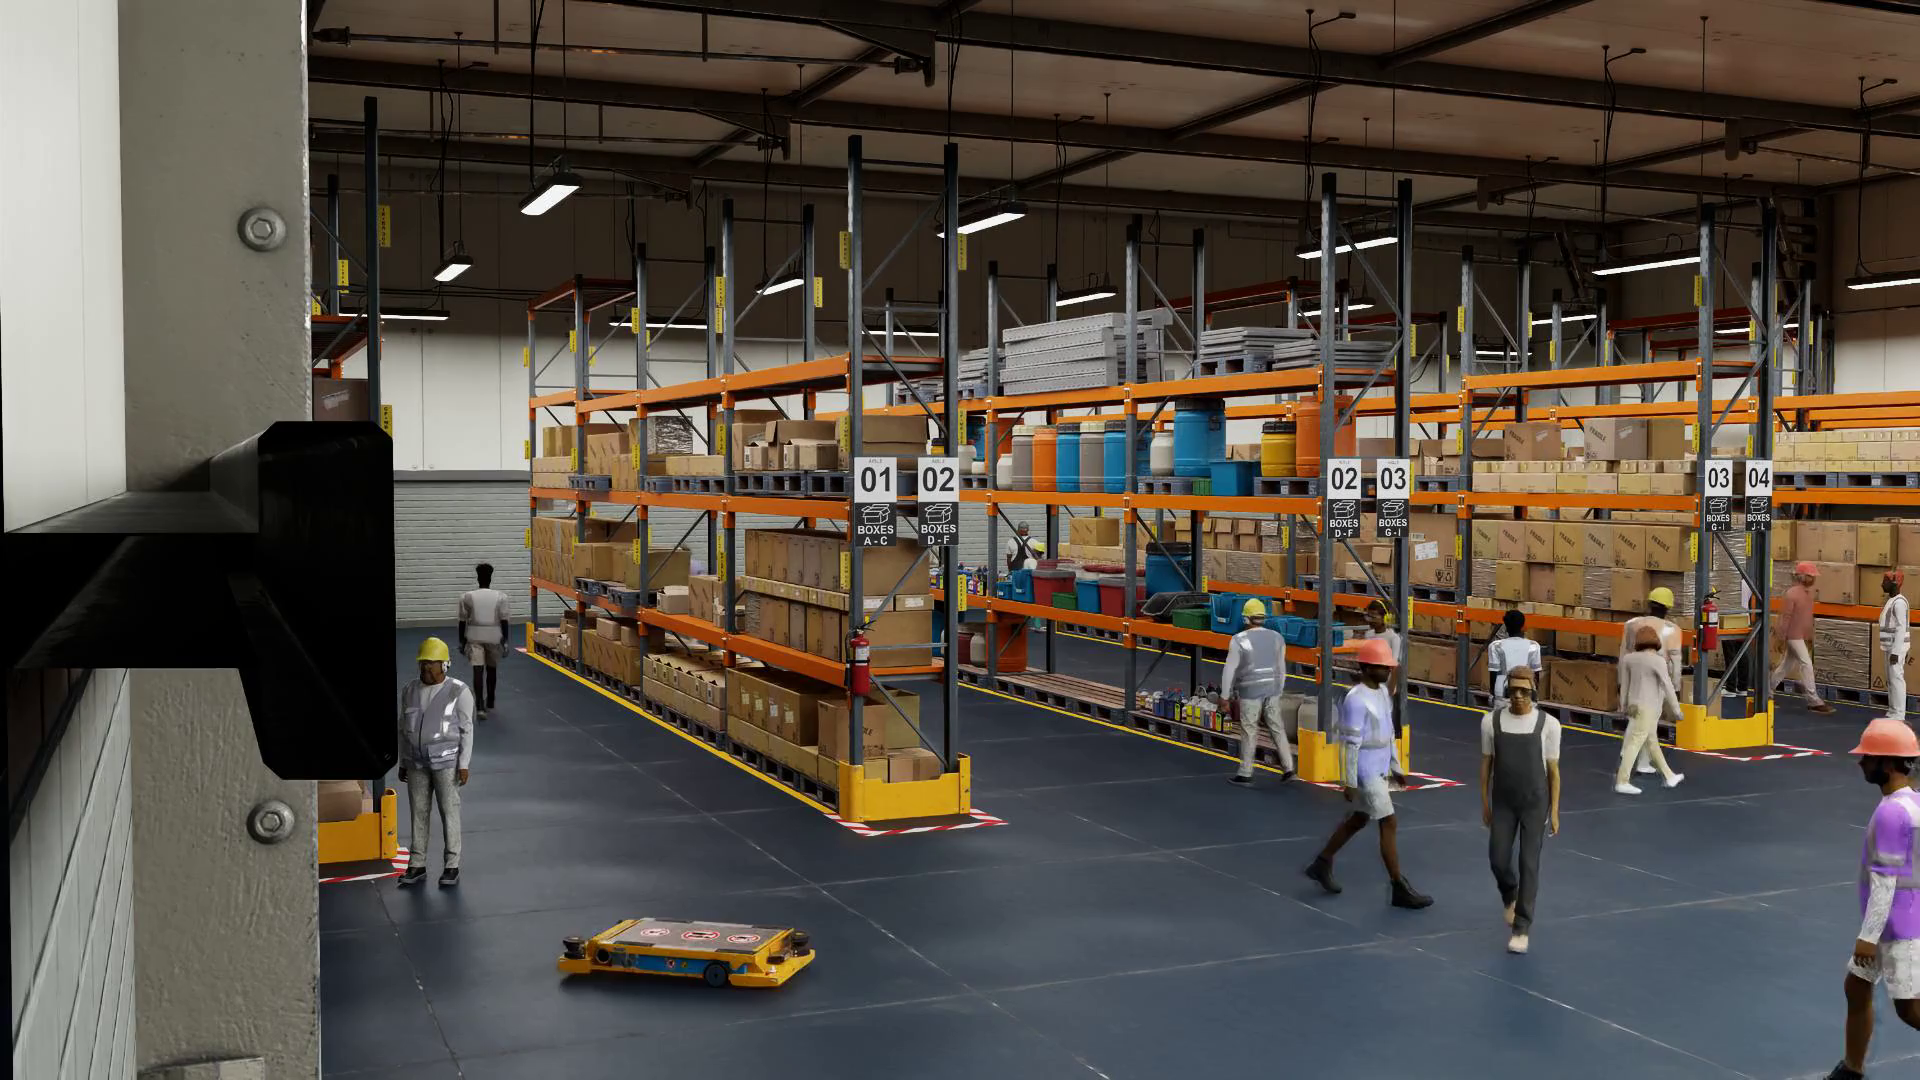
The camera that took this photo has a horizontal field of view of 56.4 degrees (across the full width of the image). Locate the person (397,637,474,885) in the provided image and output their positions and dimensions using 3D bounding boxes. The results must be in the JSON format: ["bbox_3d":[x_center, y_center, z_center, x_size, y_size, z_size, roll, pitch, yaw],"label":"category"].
[{"bbox_3d":[-3.931,1.641,13.354,0.586,1.837,0.403,0,2,10],"label":"person"}]

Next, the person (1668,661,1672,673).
[{"bbox_3d":[9.056,1.389,23.233,0.518,1.583,0.872,-1,2,-15],"label":"person"}]

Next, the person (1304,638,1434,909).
[{"bbox_3d":[2.898,1.635,12.839,0.964,1.902,0.559,1,3,31],"label":"person"}]

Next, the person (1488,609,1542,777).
[{"bbox_3d":[5.517,1.538,17.838,0.534,1.698,0.318,0,2,2],"label":"person"}]

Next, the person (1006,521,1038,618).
[{"bbox_3d":[1.331,0.633,37.587,0.689,2.000,0.539,0,2,10],"label":"person"}]

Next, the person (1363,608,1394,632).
[{"bbox_3d":[7.009,1.017,29.888,0.590,1.824,1.009,-2,3,-35],"label":"person"}]

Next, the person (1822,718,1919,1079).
[{"bbox_3d":[4.494,1.796,8.456,0.914,1.907,0.545,1,3,32],"label":"person"}]

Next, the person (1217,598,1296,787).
[{"bbox_3d":[2.868,1.490,17.426,0.739,1.835,0.480,-1,2,-19],"label":"person"}]

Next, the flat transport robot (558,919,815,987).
[{"bbox_3d":[-1.673,2.523,11.026,1.431,0.197,0.652,1,2,15],"label":"flat transport robot"}]

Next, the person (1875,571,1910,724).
[{"bbox_3d":[11.176,1.308,21.459,0.350,1.882,0.581,1,2,19],"label":"person"}]

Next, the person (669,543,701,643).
[{"bbox_3d":[-4.577,0.997,29.417,0.654,1.886,1.020,-1,3,-32],"label":"person"}]

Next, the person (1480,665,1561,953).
[{"bbox_3d":[3.638,1.713,11.610,0.514,1.830,0.555,1,2,26],"label":"person"}]

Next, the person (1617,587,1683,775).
[{"bbox_3d":[7.020,1.426,18.200,0.542,1.890,0.615,-2,3,-42],"label":"person"}]

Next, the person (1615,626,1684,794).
[{"bbox_3d":[6.596,1.615,17.126,0.847,1.574,0.533,-1,2,-20],"label":"person"}]

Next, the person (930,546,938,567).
[{"bbox_3d":[-0.464,0.679,38.507,0.403,1.835,0.587,0,2,2],"label":"person"}]

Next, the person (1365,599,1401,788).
[{"bbox_3d":[4.012,1.488,17.212,0.414,1.845,0.550,-1,2,-26],"label":"person"}]

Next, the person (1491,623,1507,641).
[{"bbox_3d":[8.109,1.089,26.470,0.602,1.939,0.399,2,3,37],"label":"person"}]

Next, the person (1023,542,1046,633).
[{"bbox_3d":[1.448,0.892,34.254,0.543,1.737,0.648,0,2,-6],"label":"person"}]

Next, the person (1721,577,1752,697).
[{"bbox_3d":[10.560,1.177,24.427,0.599,1.917,0.377,-1,2,-28],"label":"person"}]

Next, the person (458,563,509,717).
[{"bbox_3d":[-6.002,1.251,22.569,0.619,1.920,0.994,-1,2,-15],"label":"person"}]

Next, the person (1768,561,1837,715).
[{"bbox_3d":[10.677,1.229,22.926,0.644,1.943,1.011,-2,3,-44],"label":"person"}]

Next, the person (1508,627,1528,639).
[{"bbox_3d":[8.998,1.004,28.688,0.638,1.941,1.020,-1,2,-22],"label":"person"}]
